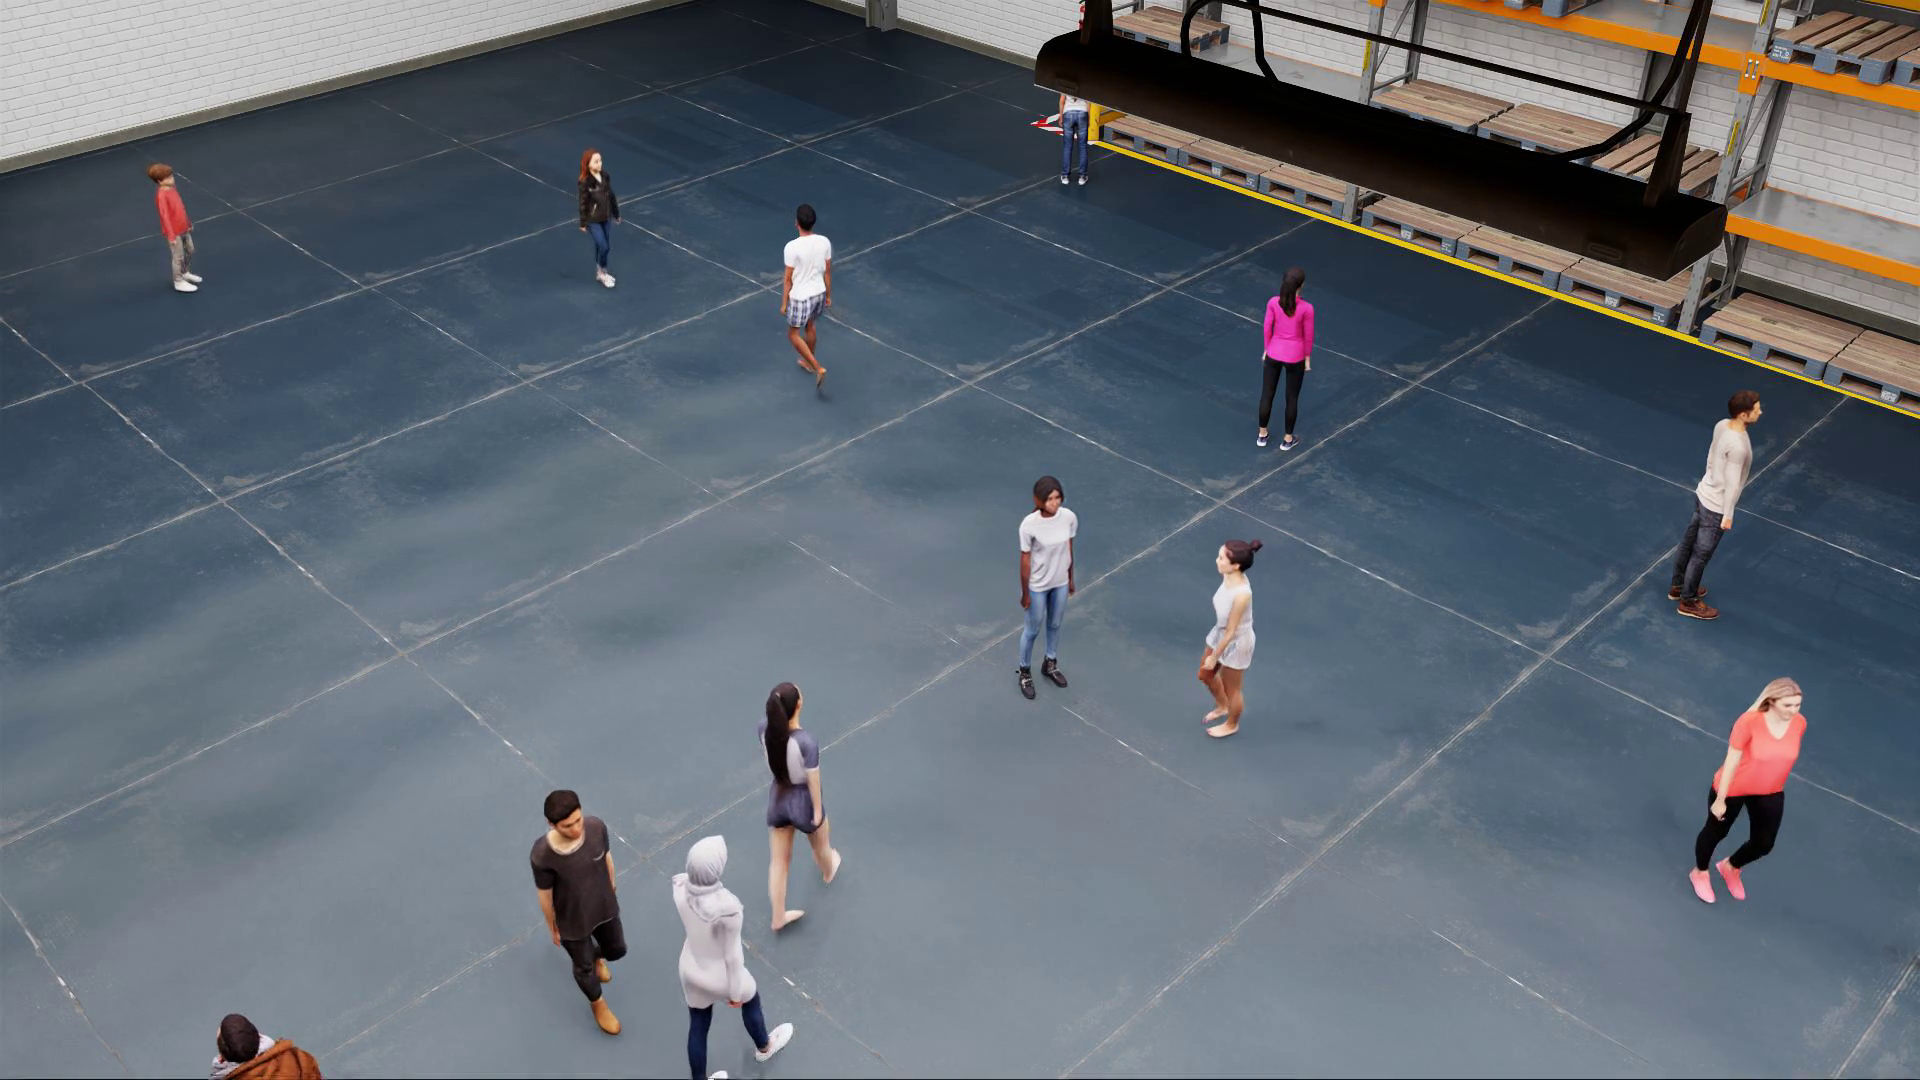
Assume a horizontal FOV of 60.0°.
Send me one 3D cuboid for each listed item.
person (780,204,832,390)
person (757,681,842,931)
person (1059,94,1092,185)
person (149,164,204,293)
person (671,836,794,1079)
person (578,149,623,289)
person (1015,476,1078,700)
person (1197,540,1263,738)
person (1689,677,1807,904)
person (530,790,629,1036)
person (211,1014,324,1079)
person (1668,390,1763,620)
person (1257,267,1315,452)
[{"bbox_3d":[-1.401,-2.223,15.359,0.718,1.708,0.950,-24,40,-31],"label":"person"},{"bbox_3d":[-0.994,1.607,9.688,0.939,1.607,0.843,22,39,29],"label":"person"},{"bbox_3d":[1.368,-4.998,19.665,0.618,1.562,0.691,4,34,5],"label":"person"},{"bbox_3d":[-8.112,-3.213,17.131,0.754,1.396,0.686,-7,34,-11],"label":"person"},{"bbox_3d":[-1.326,2.275,8.552,0.917,1.754,0.819,18,37,25],"label":"person"},{"bbox_3d":[-3.811,-3.368,17.293,0.633,1.475,0.636,20,39,27],"label":"person"},{"bbox_3d":[0.592,0.308,11.540,0.642,1.720,0.620,-16,37,-23],"label":"person"},{"bbox_3d":[1.886,0.671,11.095,0.747,1.609,0.683,-5,34,-8],"label":"person"},{"bbox_3d":[4.623,1.433,9.883,0.719,1.681,0.778,0,34,0],"label":"person"},{"bbox_3d":[-2.100,1.960,9.073,0.648,1.702,0.790,-26,41,-33],"label":"person"},{"bbox_3d":[-3.028,2.887,7.568,0.823,1.823,0.777,21,39,28],"label":"person"},{"bbox_3d":[5.581,-0.286,12.301,0.782,1.868,0.742,3,34,4],"label":"person"},{"bbox_3d":[2.814,-1.579,14.399,0.615,1.699,0.725,15,36,21],"label":"person"}]
